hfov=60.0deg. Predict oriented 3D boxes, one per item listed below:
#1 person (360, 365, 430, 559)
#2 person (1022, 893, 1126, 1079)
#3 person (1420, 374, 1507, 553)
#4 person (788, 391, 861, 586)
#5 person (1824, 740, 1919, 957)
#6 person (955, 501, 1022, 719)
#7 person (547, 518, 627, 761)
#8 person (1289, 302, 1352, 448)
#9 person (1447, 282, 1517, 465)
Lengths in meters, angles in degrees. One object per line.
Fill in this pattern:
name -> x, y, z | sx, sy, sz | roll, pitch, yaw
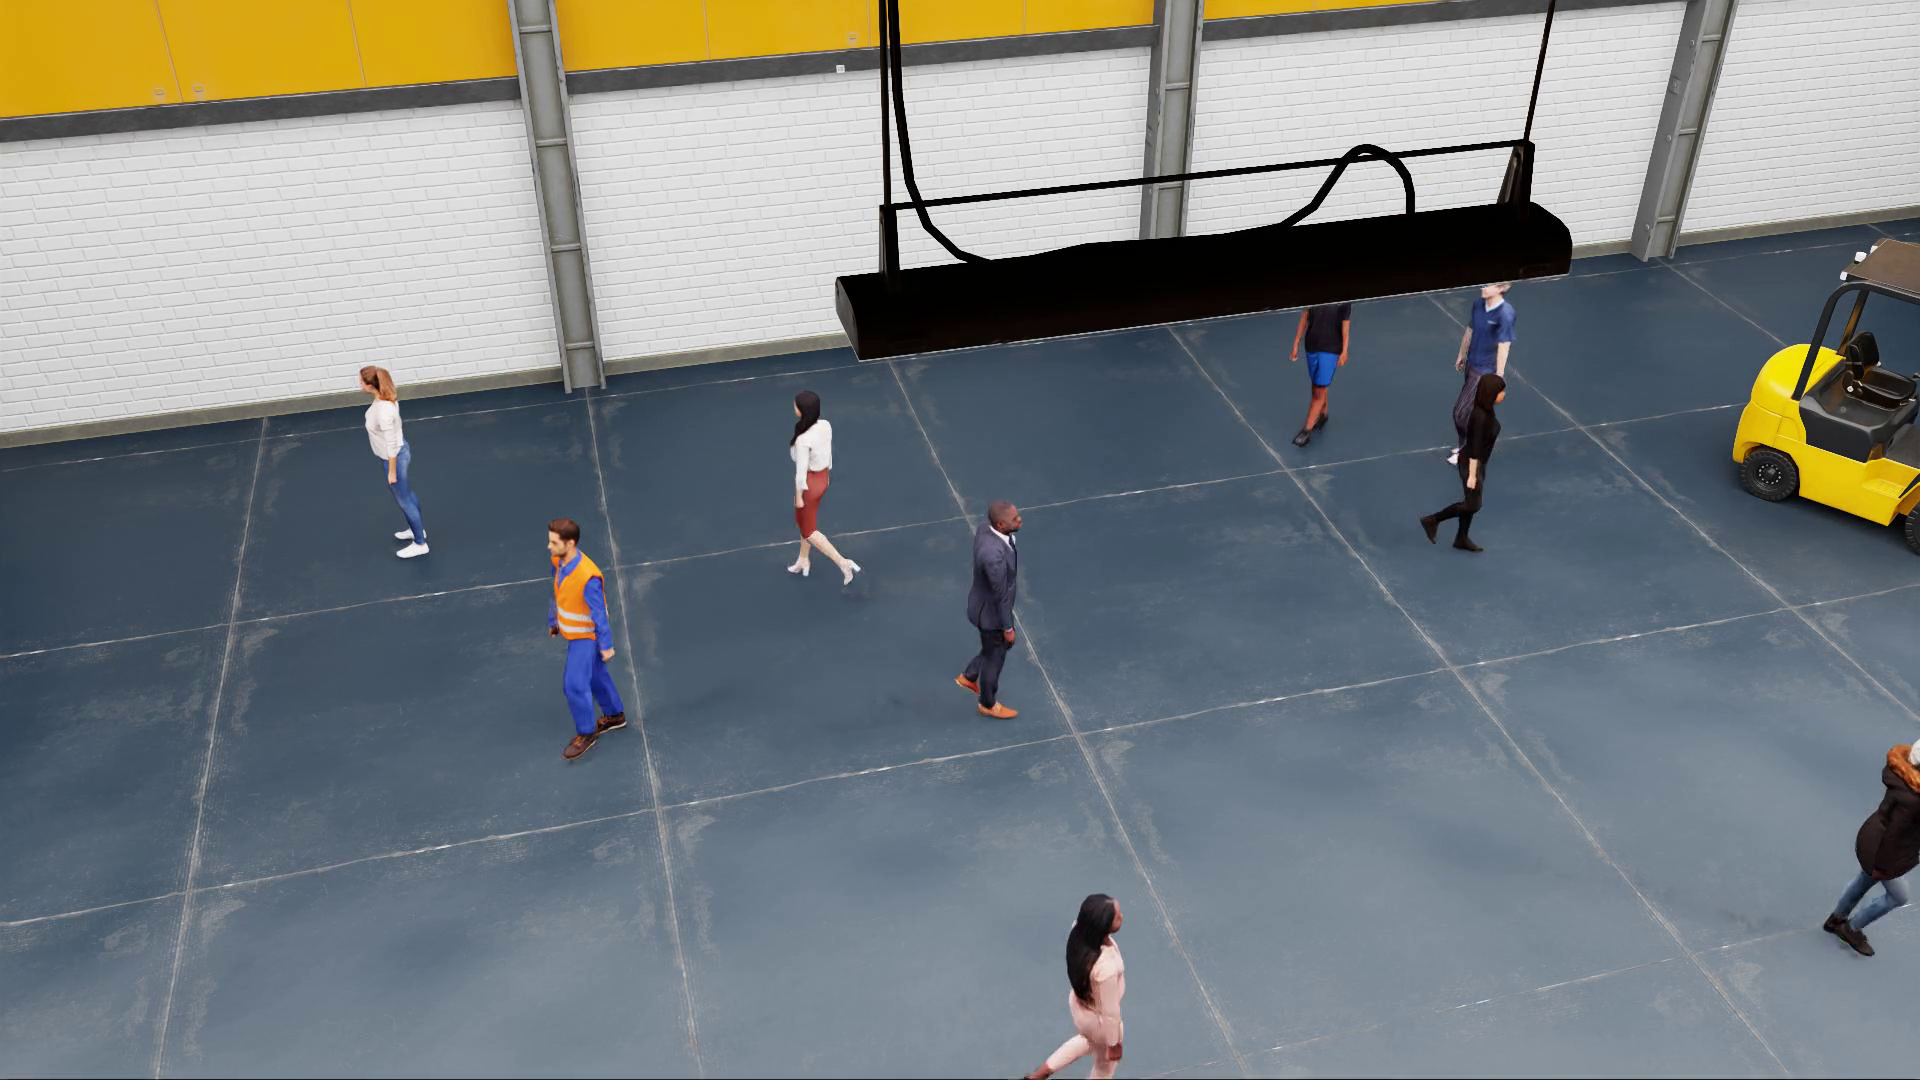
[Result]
person -> -4.591, -0.658, 13.518 | 0.493, 1.720, 0.597 | -9, 35, -13
person -> 0.639, 2.519, 8.750 | 0.862, 1.708, 0.641 | -7, 34, -10
person -> 4.104, -0.622, 13.540 | 0.887, 1.636, 0.809 | 14, 36, 20
person -> -1.116, -0.366, 13.067 | 1.034, 1.734, 0.945 | 15, 36, 21
person -> 5.457, 1.794, 9.916 | 0.776, 1.624, 0.730 | 14, 36, 20
person -> 0.153, 0.502, 11.696 | 0.796, 1.807, 0.791 | 1, 34, 1
person -> -2.521, 0.613, 11.492 | 0.954, 1.847, 0.882 | -25, 41, -33
person -> 3.356, -1.788, 15.175 | 0.954, 1.768, 1.074 | 24, 41, 32
person -> 4.696, -1.536, 14.720 | 0.681, 1.853, 0.664 | -9, 35, -13
